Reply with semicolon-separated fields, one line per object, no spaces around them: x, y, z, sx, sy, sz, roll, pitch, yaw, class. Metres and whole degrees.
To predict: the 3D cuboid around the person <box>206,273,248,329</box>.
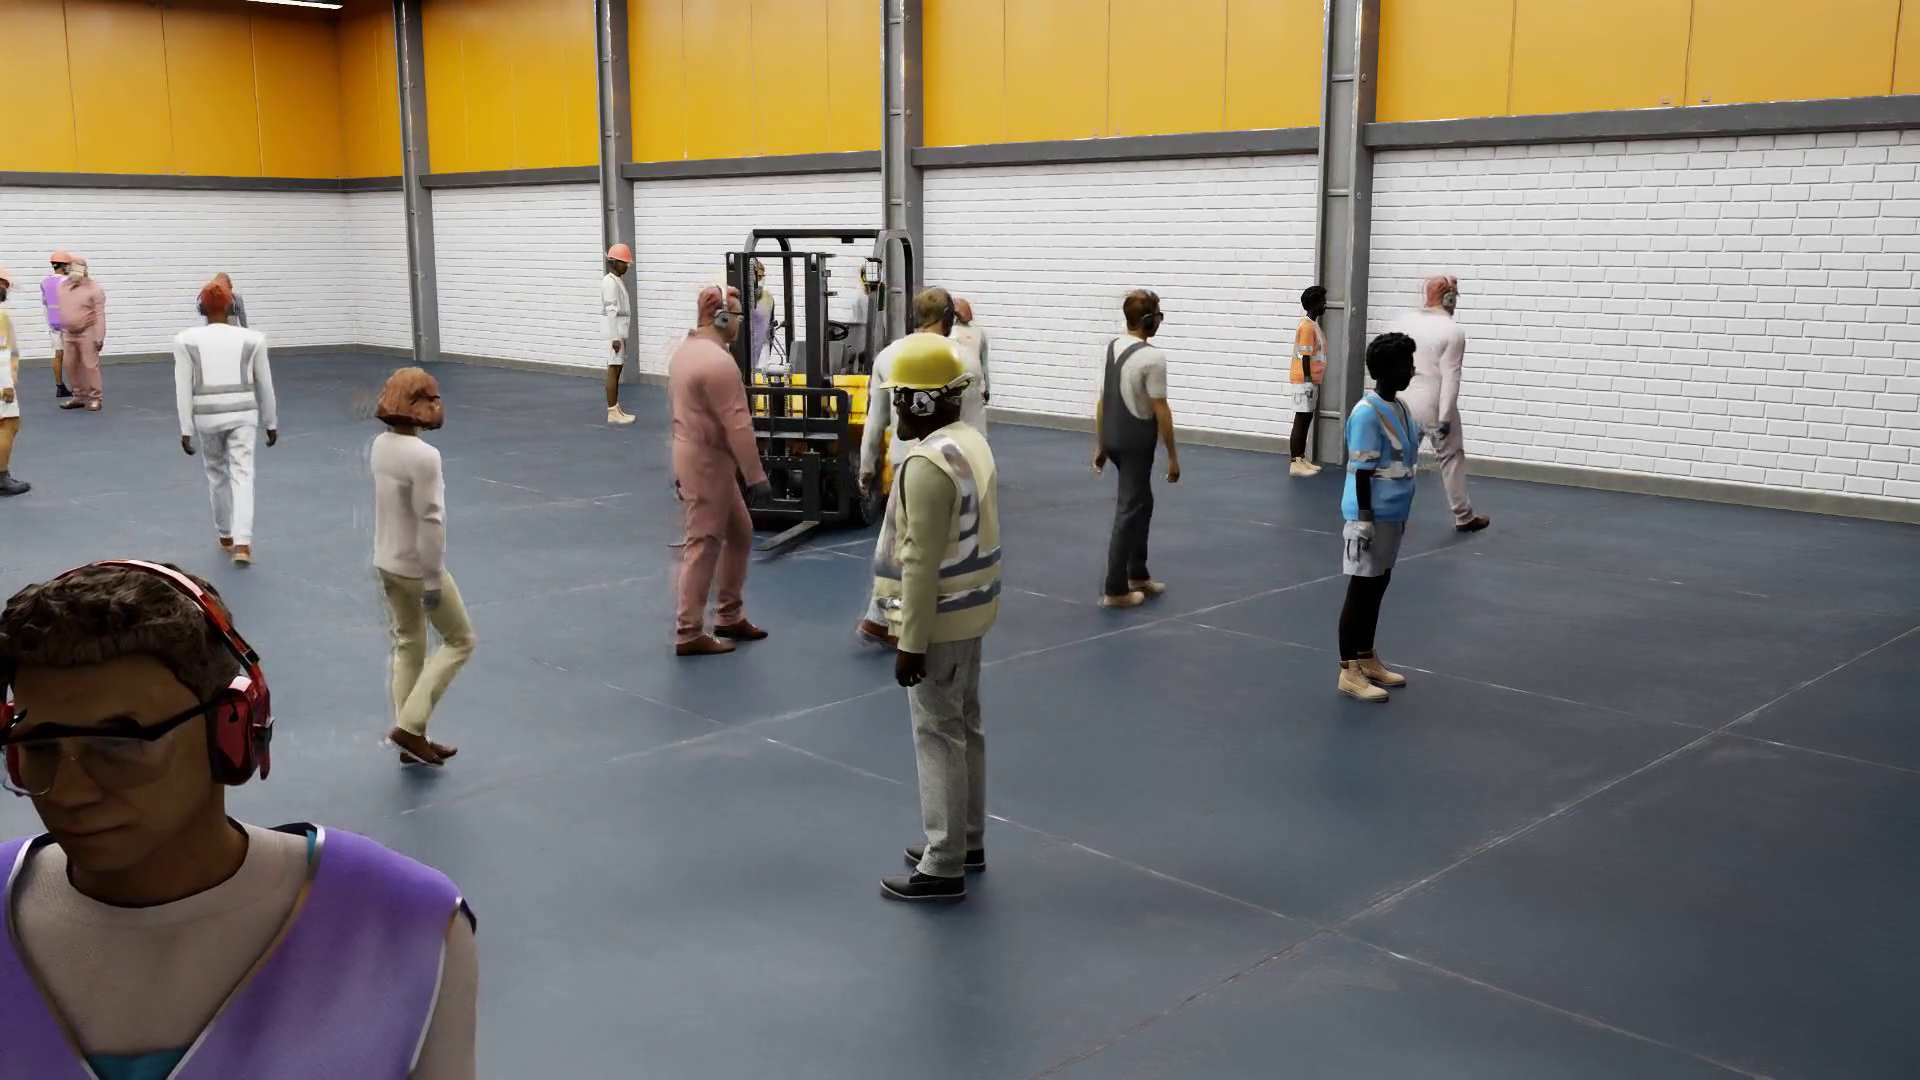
-10.165;-2.896;23.108;0.496;1.607;0.653;-1;10;-8;person

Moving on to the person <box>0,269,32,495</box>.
-7.948;-1.324;13.788;0.371;1.897;0.679;-9;14;-42;person

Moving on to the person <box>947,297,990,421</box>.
0.094;-1.256;14.165;0.538;1.614;0.591;-8;13;-37;person

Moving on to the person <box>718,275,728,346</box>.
-2.119;-1.610;15.622;0.891;1.773;0.602;-9;14;-40;person

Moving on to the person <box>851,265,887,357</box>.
-0.991;-1.981;17.523;0.796;1.840;0.519;6;12;31;person

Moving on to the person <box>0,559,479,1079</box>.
-0.751;0.917;1.673;0.565;1.846;0.388;-2;11;-10;person

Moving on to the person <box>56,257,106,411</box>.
-10.670;-2.493;20.210;0.698;1.870;0.468;2;11;11;person

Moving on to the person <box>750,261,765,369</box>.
-1.897;-1.551;14.899;0.378;1.933;0.628;-1;10;-7;person

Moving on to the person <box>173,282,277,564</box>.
-4.817;-0.774;10.948;0.594;1.836;1.000;-5;11;-24;person

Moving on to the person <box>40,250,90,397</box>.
-11.786;-2.838;21.924;0.542;1.930;0.374;3;11;16;person

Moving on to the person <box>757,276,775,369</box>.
-2.415;-2.235;18.994;0.628;1.808;0.906;-5;11;-24;person

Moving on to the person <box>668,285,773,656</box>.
-1.181;-0.346;8.469;0.688;1.879;0.639;-4;11;-20;person

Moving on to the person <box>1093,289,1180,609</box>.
1.074;-0.516;9.536;0.663;1.824;0.550;-6;12;-30;person

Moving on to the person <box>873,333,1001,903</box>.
-0.076;0.251;5.382;0.403;1.825;0.591;2;11;13;person

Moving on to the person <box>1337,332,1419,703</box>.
1.940;-0.114;7.697;0.317;1.697;0.540;6;12;31;person

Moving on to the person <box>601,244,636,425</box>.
-3.866;-2.328;18.864;0.400;2.033;0.605;-1;10;-5;person

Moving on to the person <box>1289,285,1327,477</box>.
3.099;-1.413;14.809;0.320;1.694;0.532;4;11;20;person

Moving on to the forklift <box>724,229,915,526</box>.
-1.050;-1.319;12.920;1.214;2.155;2.313;2;11;13;forklift

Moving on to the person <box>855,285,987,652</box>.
-0.209;-0.382;8.711;0.647;1.878;1.034;8;13;37;person

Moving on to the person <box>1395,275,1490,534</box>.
3.359;-0.948;11.835;0.984;1.855;0.640;-6;12;-32;person

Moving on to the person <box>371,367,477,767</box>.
-2.150;0.119;6.642;0.503;1.618;0.333;9;14;41;person
